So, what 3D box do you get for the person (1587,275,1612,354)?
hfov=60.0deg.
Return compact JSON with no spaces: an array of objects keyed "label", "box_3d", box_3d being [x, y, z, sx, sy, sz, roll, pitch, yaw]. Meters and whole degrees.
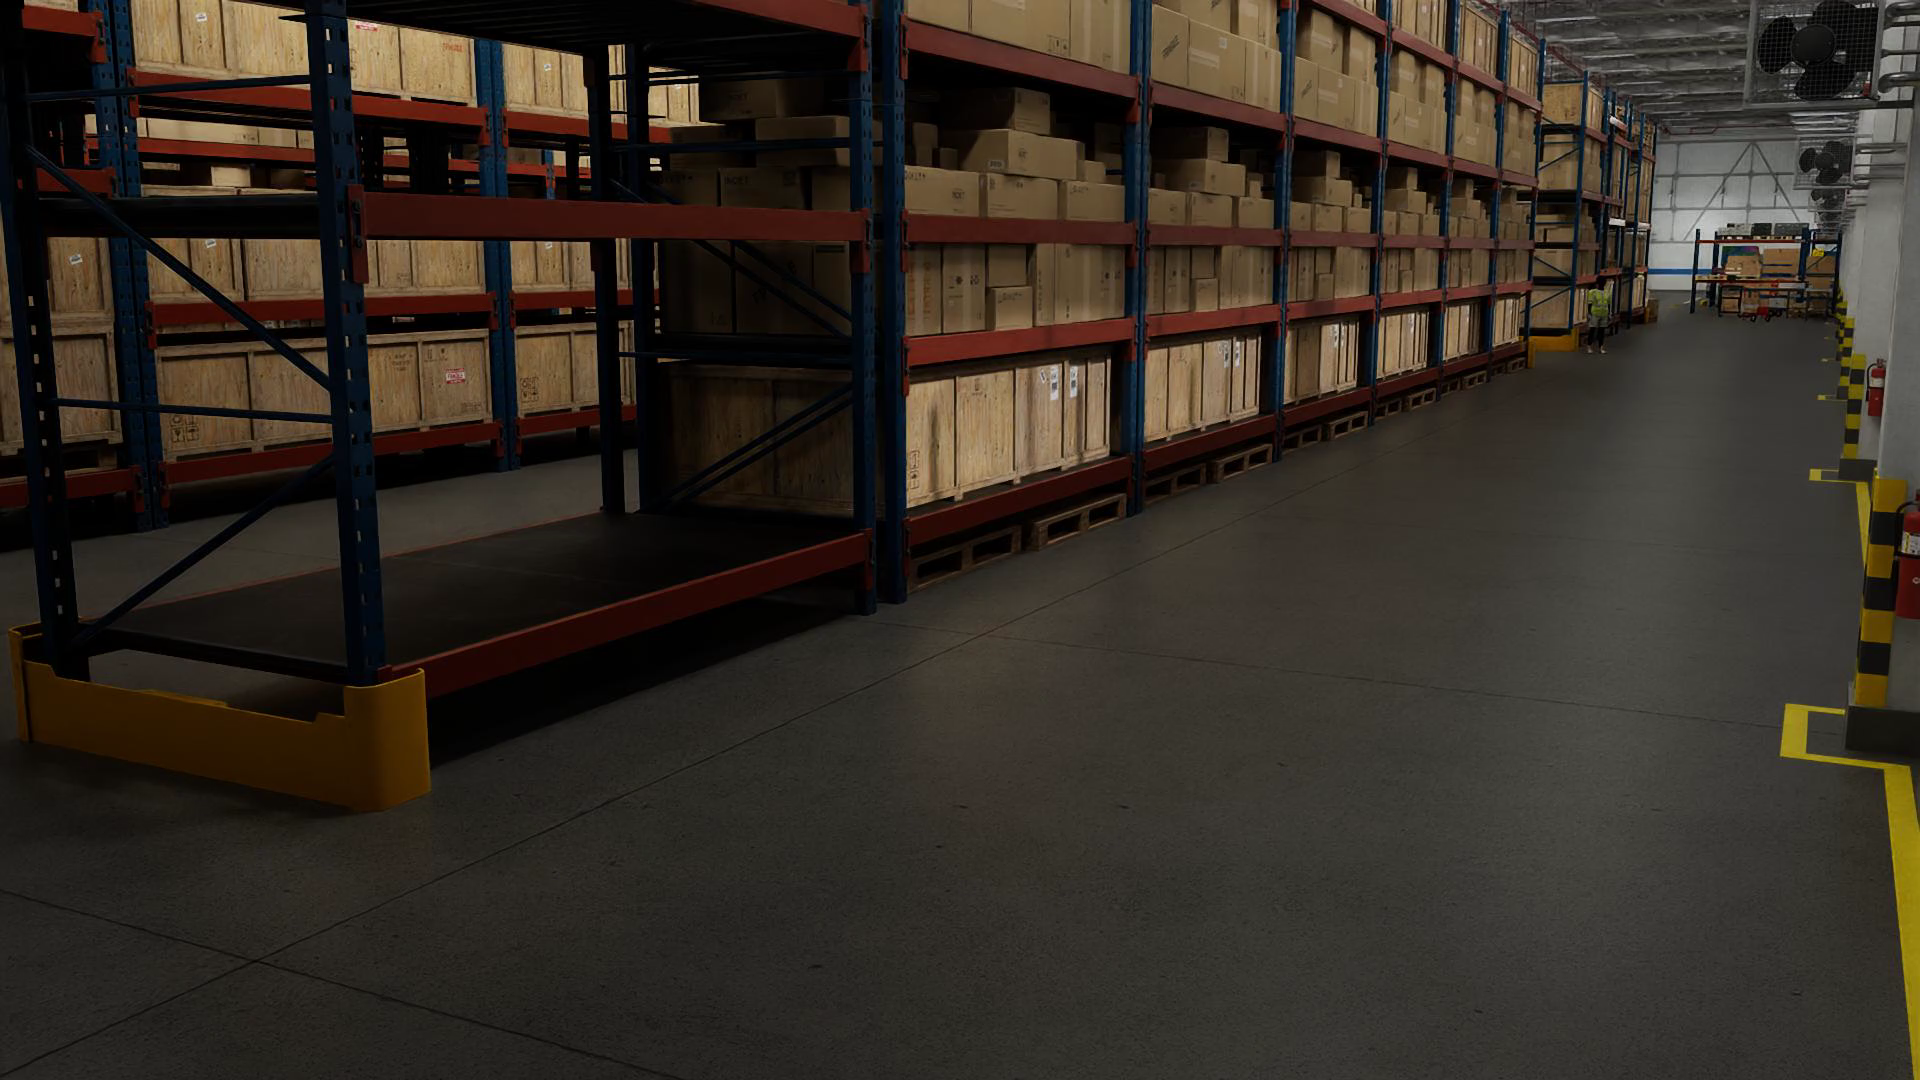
[{"label":"person","box_3d":[13.779,-4.853,35.859,0.538,1.700,0.317,-1,10,-4]}]
